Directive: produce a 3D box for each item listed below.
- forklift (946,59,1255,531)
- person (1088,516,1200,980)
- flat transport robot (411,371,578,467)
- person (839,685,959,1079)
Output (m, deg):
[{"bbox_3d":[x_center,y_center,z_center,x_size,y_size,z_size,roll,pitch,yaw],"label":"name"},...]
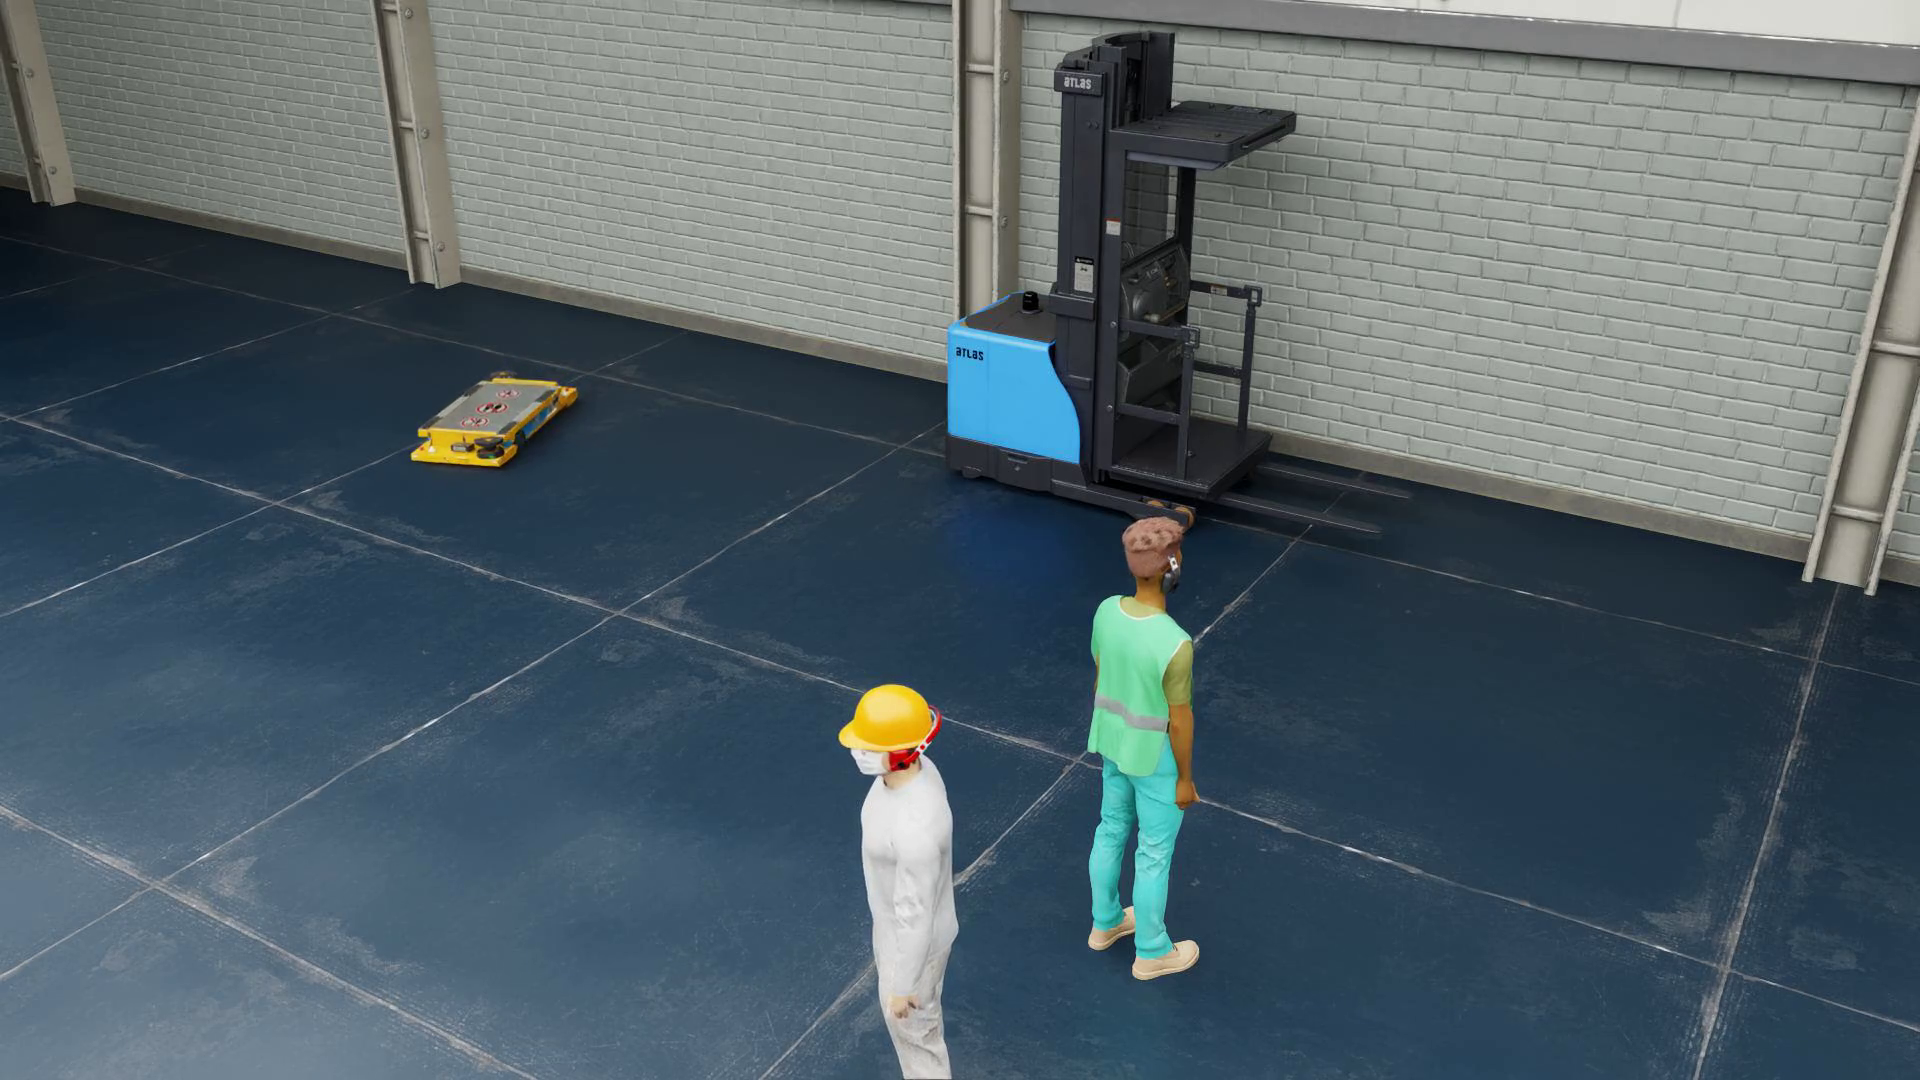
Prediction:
[{"bbox_3d":[0.933,-1.707,10.833,1.873,2.768,1.129,15,29,28],"label":"forklift"},{"bbox_3d":[0.713,0.831,6.506,0.405,1.978,0.485,-19,31,-34],"label":"person"},{"bbox_3d":[-3.376,-0.891,12.143,0.659,0.231,1.431,4,26,9],"label":"flat transport robot"},{"bbox_3d":[-0.198,1.307,5.603,0.376,1.888,0.576,-3,25,-7],"label":"person"}]
